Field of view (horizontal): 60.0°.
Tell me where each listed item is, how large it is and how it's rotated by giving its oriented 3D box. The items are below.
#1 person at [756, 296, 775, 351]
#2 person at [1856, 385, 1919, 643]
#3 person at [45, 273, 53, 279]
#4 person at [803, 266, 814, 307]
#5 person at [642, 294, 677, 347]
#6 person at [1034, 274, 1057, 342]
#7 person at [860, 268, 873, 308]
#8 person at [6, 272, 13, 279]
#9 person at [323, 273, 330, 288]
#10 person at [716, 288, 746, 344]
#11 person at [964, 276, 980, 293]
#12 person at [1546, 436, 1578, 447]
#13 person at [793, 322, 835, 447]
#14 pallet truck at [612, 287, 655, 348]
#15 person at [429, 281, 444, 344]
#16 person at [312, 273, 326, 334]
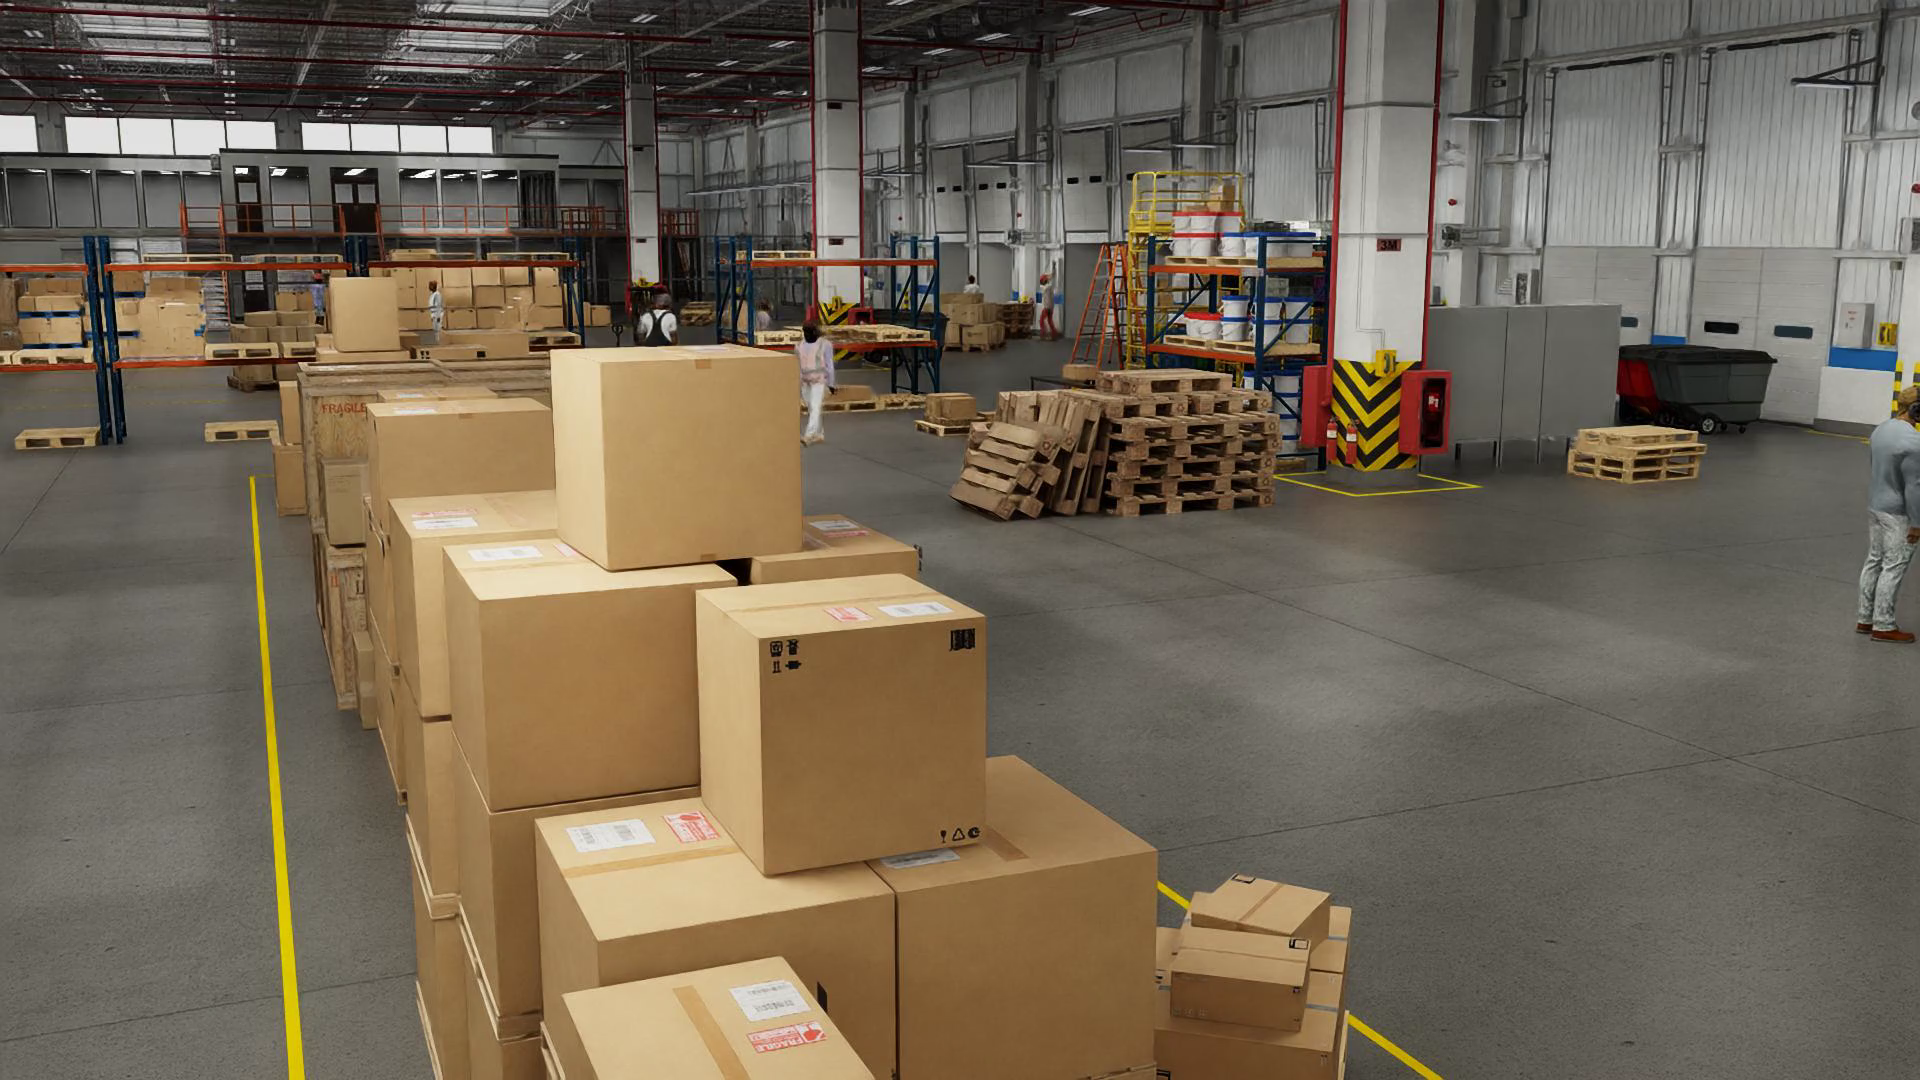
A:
[{"bbox_3d":[-3.775,-3.644,31.458,0.831,1.916,0.636,-3,11,-17],"label":"person"},{"bbox_3d":[6.967,-0.189,12.371,0.384,1.928,0.636,0,10,1],"label":"person"},{"bbox_3d":[-30.278,-7.969,55.439,0.813,1.857,0.598,-8,13,-38],"label":"person"},{"bbox_3d":[-6.342,-10.678,70.412,0.624,1.841,0.430,10,14,42],"label":"person"},{"bbox_3d":[-5.413,-3.487,30.221,0.725,2.000,0.880,2,10,10],"label":"person"},{"bbox_3d":[2.466,-6.715,48.236,0.783,1.952,0.620,3,11,14],"label":"person"},{"bbox_3d":[-3.426,-8.768,59.639,0.614,1.914,0.798,0,10,-2],"label":"person"},{"bbox_3d":[-32.648,-8.328,57.236,0.587,1.920,0.390,-4,11,-20],"label":"person"},{"bbox_3d":[-21.505,-8.195,56.744,0.402,1.828,0.530,-3,11,-14],"label":"person"},{"bbox_3d":[-5.235,-4.788,37.853,0.995,1.872,0.599,5,11,24],"label":"person"},{"bbox_3d":[0.391,-7.397,52.367,0.522,1.821,0.949,1,10,5],"label":"person"},{"bbox_3d":[8.815,-2.266,23.932,0.681,1.891,0.594,9,14,41],"label":"person"},{"bbox_3d":[-2.186,-2.248,24.077,0.651,1.791,0.955,5,11,26],"label":"person"},{"bbox_3d":[-6.464,-4.406,35.401,0.823,1.965,1.885,6,12,32],"label":"pallet truck"},{"bbox_3d":[-14.038,-6.008,44.584,0.350,1.878,0.568,-8,13,-37],"label":"person"},{"bbox_3d":[-19.466,-7.134,50.592,0.545,1.943,0.347,9,13,40],"label":"person"}]
